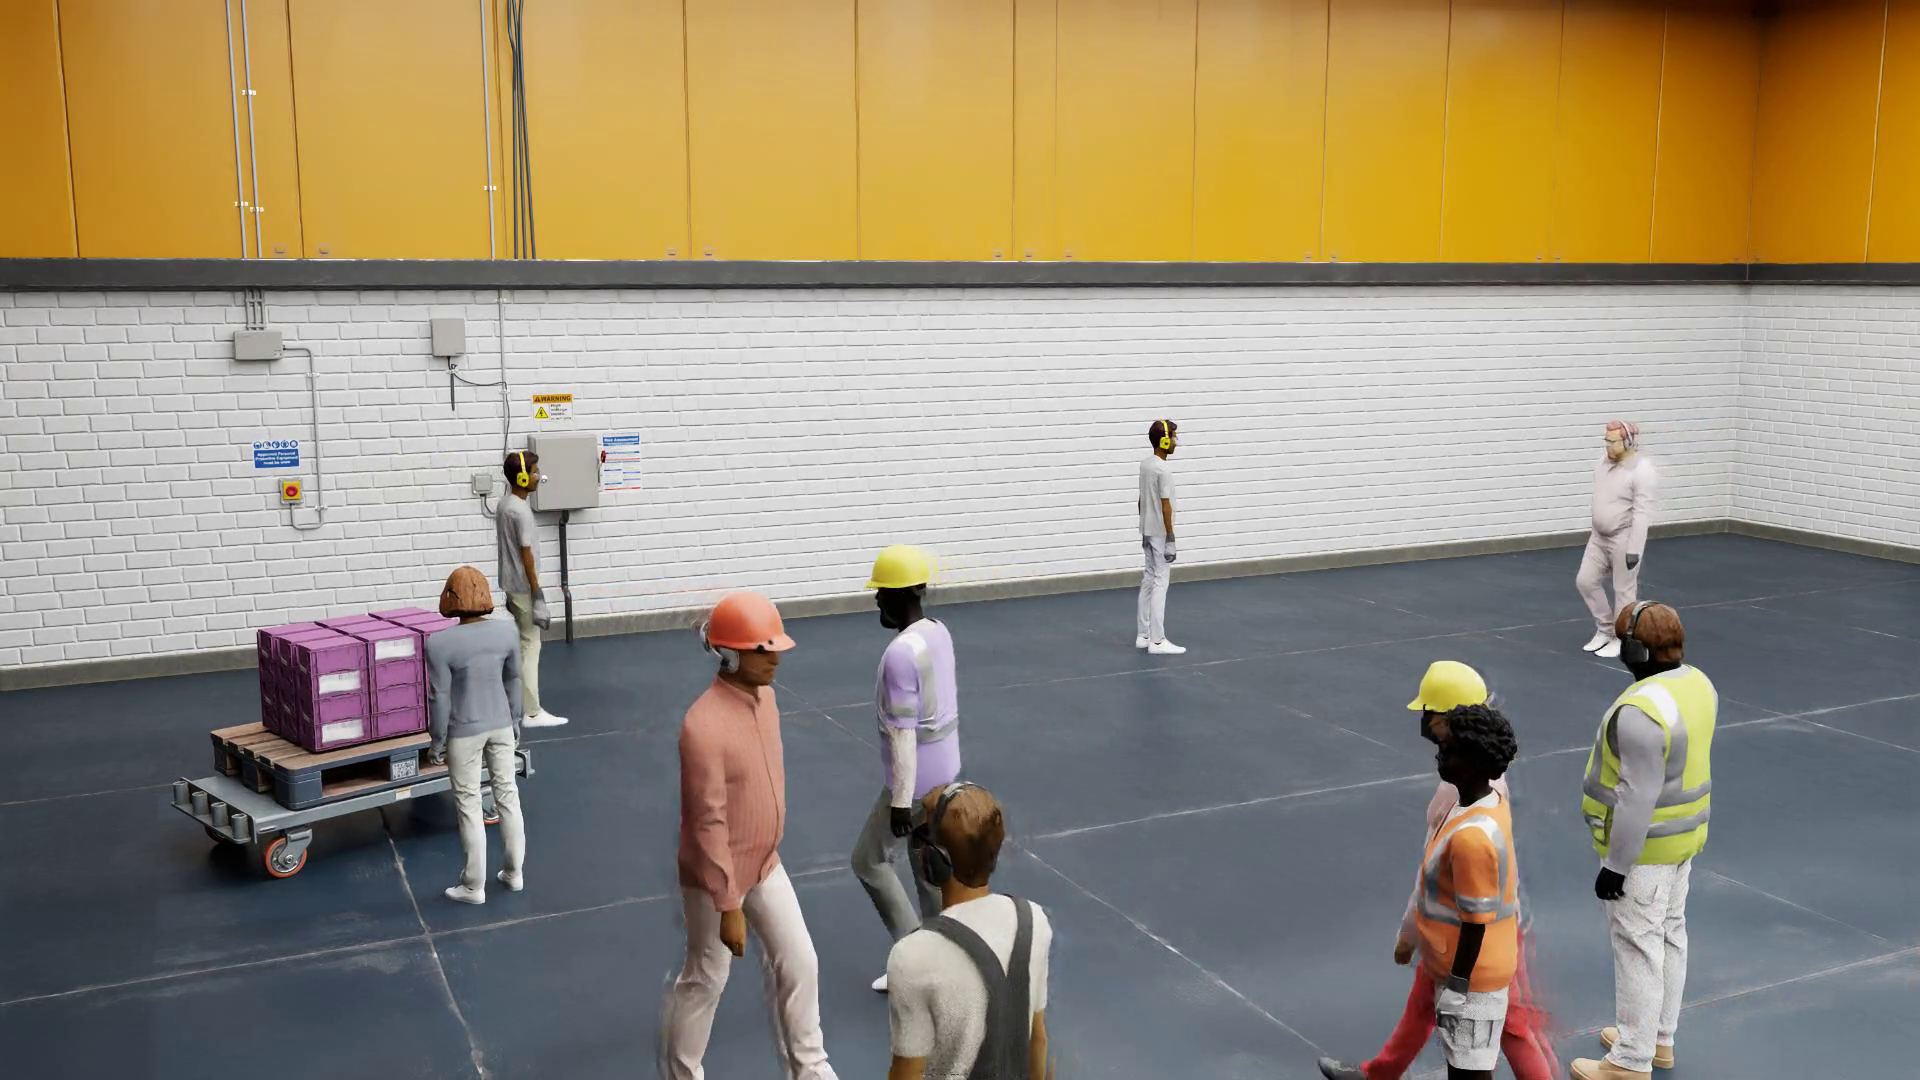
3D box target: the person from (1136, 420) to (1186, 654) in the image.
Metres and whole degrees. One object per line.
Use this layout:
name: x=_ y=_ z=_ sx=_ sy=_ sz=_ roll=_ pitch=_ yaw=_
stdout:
person: x=1.598 y=-0.027 z=13.276 sx=0.319 sy=1.867 sz=0.532 roll=-3 pitch=10 yaw=-17

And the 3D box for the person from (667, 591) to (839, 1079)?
person: x=-0.660 y=1.147 z=5.697 sx=0.900 sy=1.956 sz=0.650 roll=3 pitch=10 yaw=20

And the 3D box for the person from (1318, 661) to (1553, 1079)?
person: x=1.691 y=1.266 z=5.703 sx=0.928 sy=1.712 sz=0.541 roll=5 pitch=10 yaw=26

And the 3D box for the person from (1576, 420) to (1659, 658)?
person: x=5.117 y=0.002 z=13.024 sx=0.453 sy=1.885 sz=0.691 roll=-3 pitch=10 yaw=-18

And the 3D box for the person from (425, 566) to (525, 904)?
person: x=-2.335 y=0.936 z=8.021 sx=0.284 sy=1.633 sz=0.501 roll=8 pitch=12 yaw=42

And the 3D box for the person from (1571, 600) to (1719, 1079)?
person: x=2.532 y=1.131 z=6.185 sx=0.430 sy=1.839 sz=0.619 roll=8 pitch=12 yaw=42

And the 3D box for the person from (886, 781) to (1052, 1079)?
person: x=0.046 y=1.486 z=4.020 sx=0.639 sy=1.826 sz=0.525 roll=9 pitch=13 yaw=43

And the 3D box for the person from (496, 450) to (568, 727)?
person: x=-2.910 y=0.337 z=11.073 sx=0.415 sy=1.885 sz=0.561 roll=-5 pitch=10 yaw=-28

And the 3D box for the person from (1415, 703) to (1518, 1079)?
person: x=1.601 y=1.346 z=5.278 sx=0.318 sy=1.700 sz=0.535 roll=3 pitch=10 yaw=18

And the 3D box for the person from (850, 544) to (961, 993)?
person: x=-0.217 y=0.967 z=6.962 sx=0.484 sy=1.907 sz=0.625 roll=3 pitch=10 yaw=17
